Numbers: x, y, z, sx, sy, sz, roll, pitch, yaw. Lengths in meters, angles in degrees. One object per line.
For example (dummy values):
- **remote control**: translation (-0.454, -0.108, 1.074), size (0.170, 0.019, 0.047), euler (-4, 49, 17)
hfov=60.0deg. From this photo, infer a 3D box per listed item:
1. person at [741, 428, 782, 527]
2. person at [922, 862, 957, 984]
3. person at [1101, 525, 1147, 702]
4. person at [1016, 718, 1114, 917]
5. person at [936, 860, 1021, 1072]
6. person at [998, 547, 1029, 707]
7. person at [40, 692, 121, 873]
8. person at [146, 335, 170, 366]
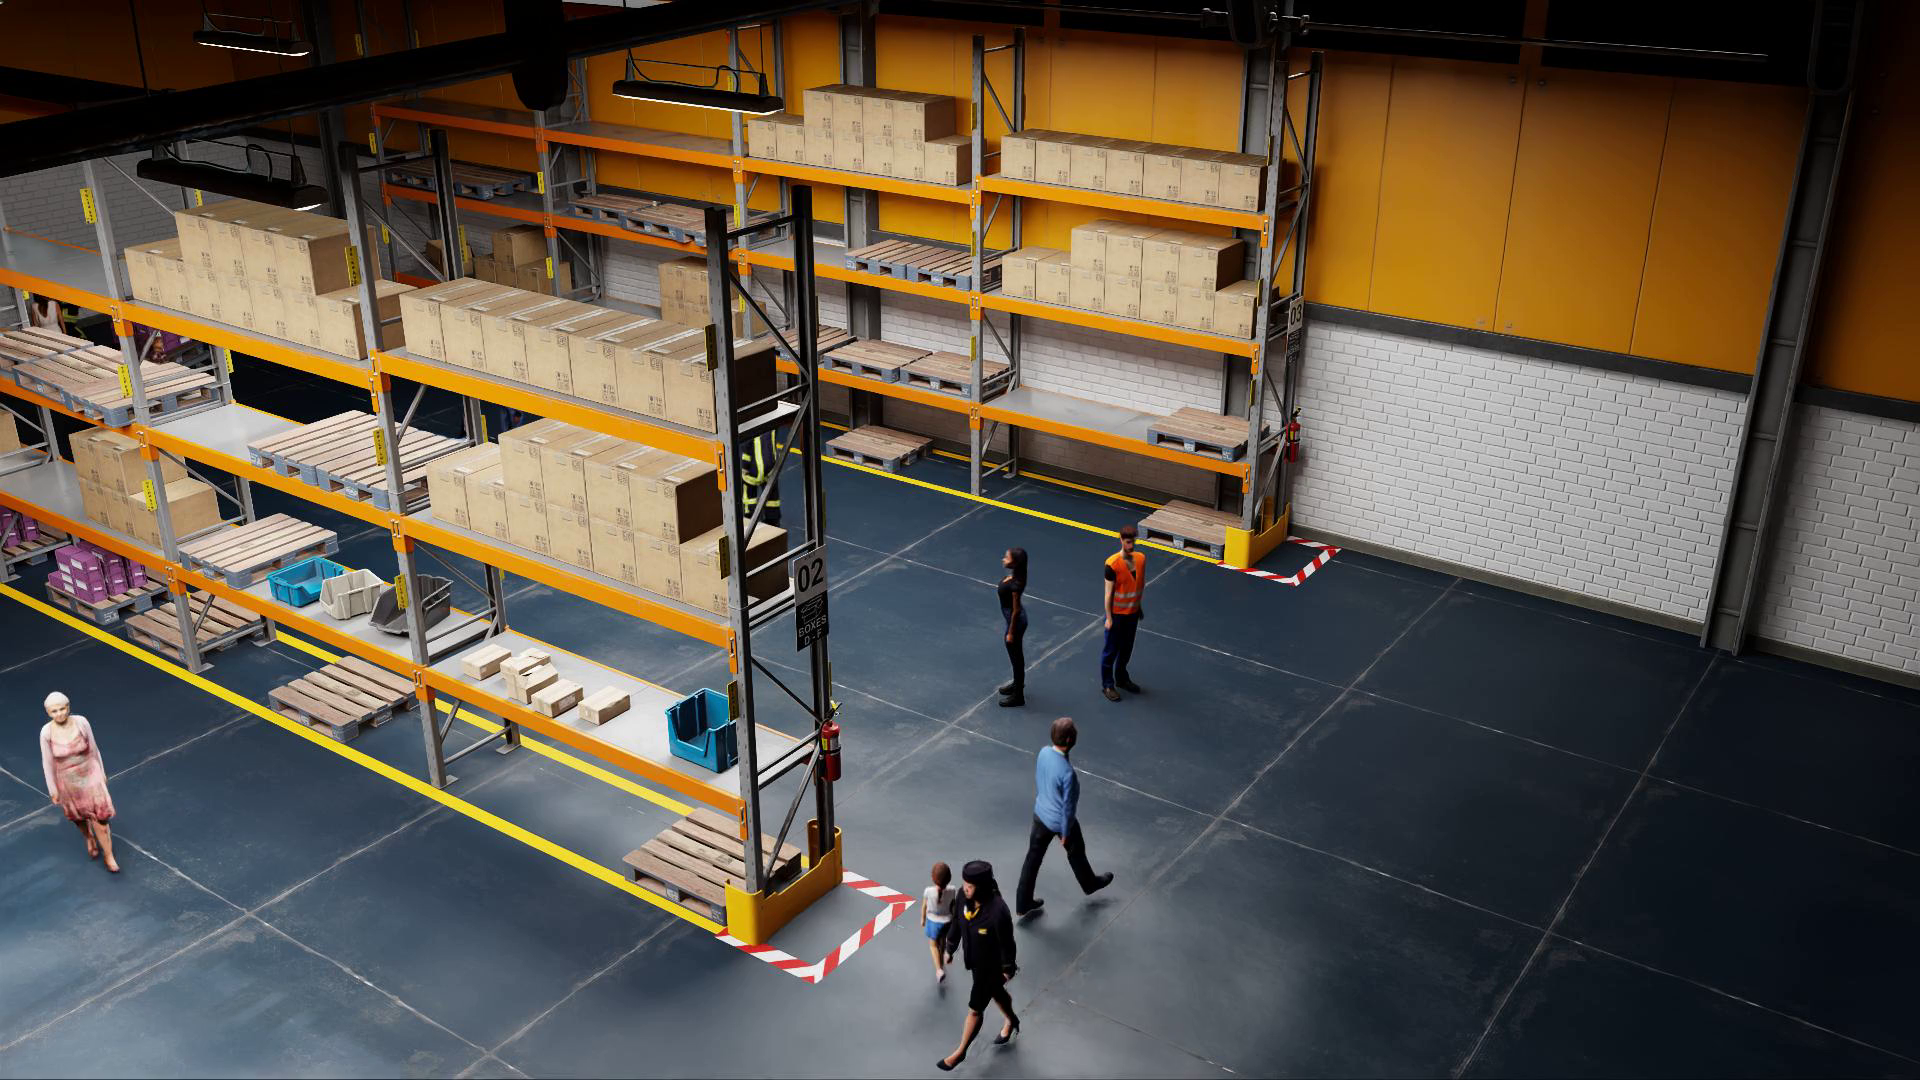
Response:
- **person**: translation (-2.493, -1.020, 21.127), size (0.856, 1.849, 0.828), euler (20, 31, 38)
- **person**: translation (-0.159, 2.988, 13.008), size (0.662, 1.008, 0.728), euler (-5, 24, -10)
- **person**: translation (1.667, 0.713, 17.123), size (0.753, 1.881, 0.740), euler (-17, 29, -33)
- **person**: translation (0.712, 2.301, 13.639), size (1.028, 1.762, 1.192), euler (-15, 28, -30)
- **person**: translation (0.259, 3.041, 12.117), size (0.966, 1.626, 1.080), euler (-17, 29, -34)
- **person**: translation (0.563, 0.865, 16.956), size (0.677, 1.736, 0.650), euler (1, 24, 3)
- **person**: translation (-7.647, 2.035, 14.373), size (0.808, 1.661, 1.035), euler (-16, 28, -33)
- **person**: translation (-12.126, -2.483, 25.169), size (0.792, 1.291, 0.734), euler (-4, 24, -9)
